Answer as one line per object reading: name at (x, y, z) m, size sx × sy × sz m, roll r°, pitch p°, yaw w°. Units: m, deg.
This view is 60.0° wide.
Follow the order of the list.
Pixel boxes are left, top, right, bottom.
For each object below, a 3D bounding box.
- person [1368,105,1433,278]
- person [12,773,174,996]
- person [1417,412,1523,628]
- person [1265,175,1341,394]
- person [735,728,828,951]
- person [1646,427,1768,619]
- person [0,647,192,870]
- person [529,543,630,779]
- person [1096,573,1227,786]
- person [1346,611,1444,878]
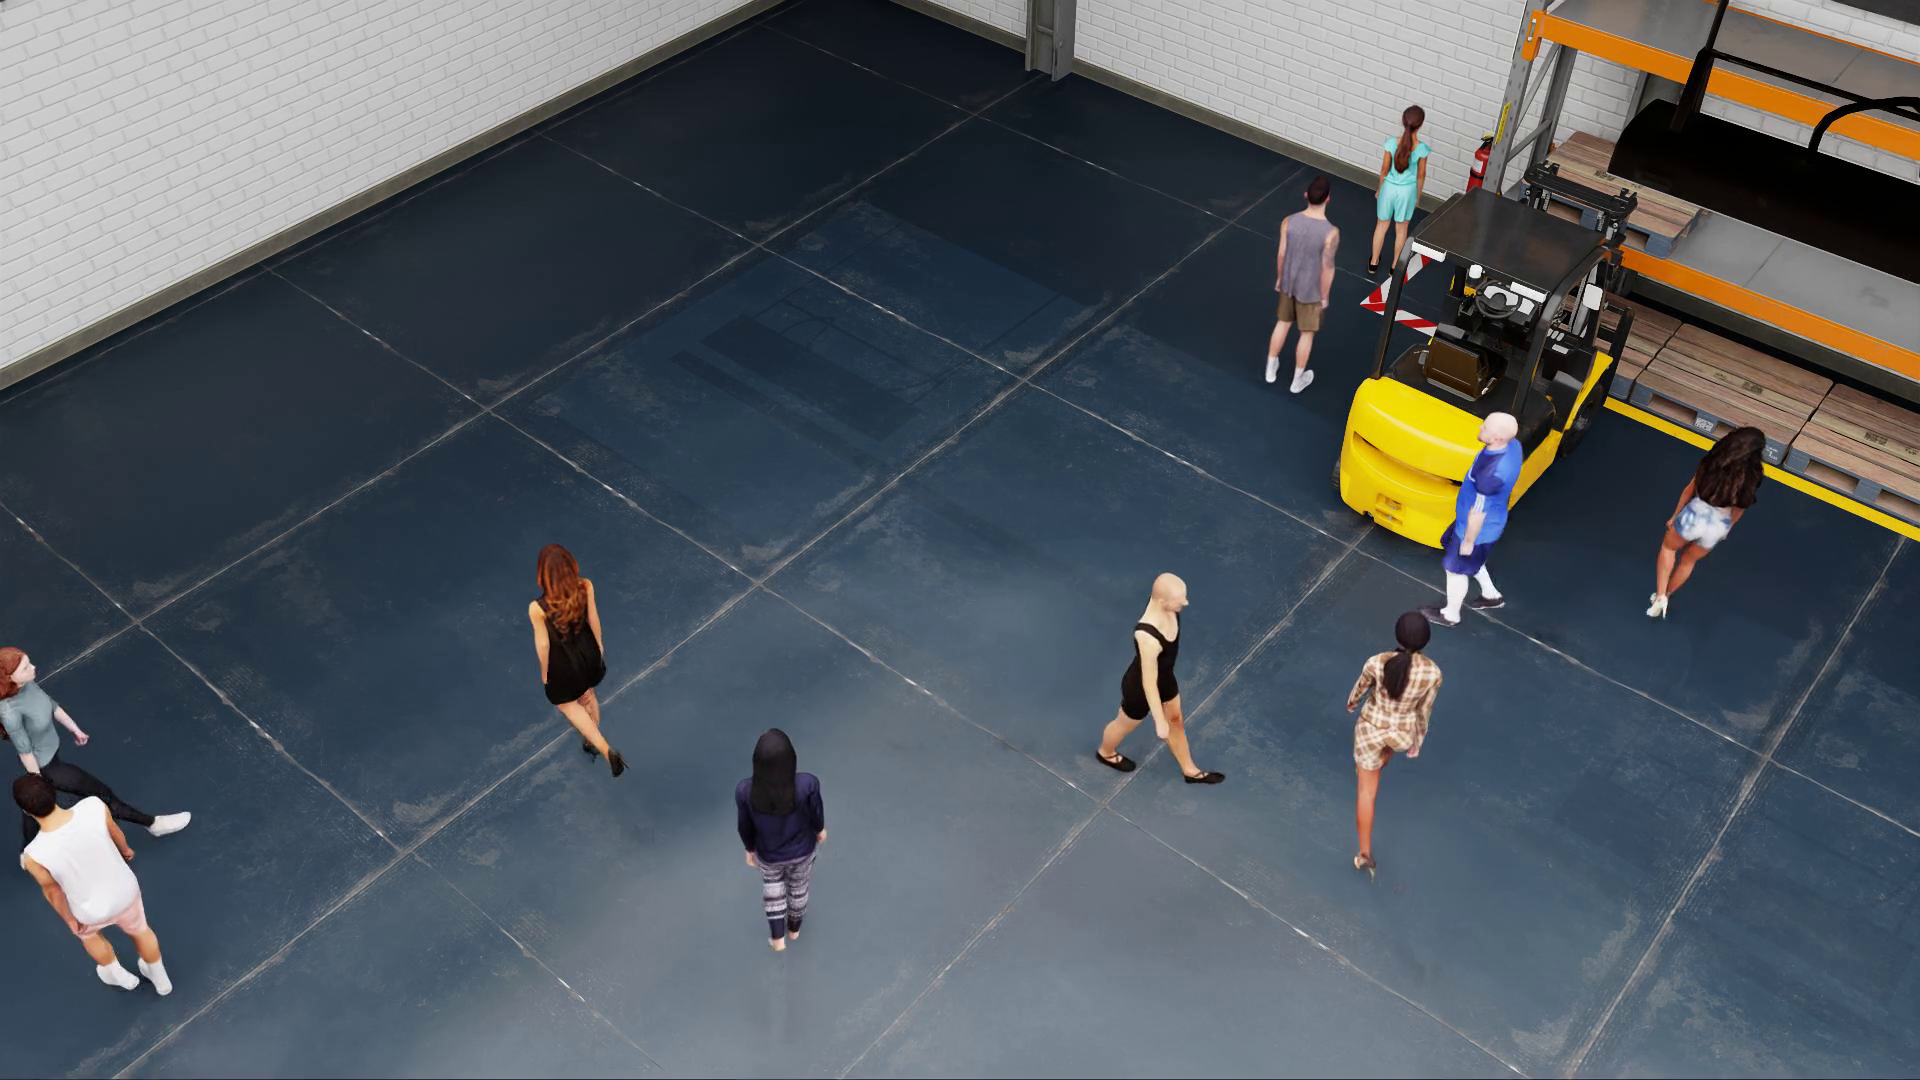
person at (3.673, -2.918, 13.911) m, size 0.568 × 1.558 × 0.672 m, roll 17°, pitch 46°, yaw 17°
person at (-4.478, 1.872, 8.728) m, size 0.665 × 1.774 × 0.643 m, roll 29°, pitch 51°, yaw 27°
person at (3.422, -0.091, 10.749) m, size 0.835 × 1.828 × 0.769 m, roll 20°, pitch 47°, yaw 19°
person at (2.607, -1.930, 12.651) m, size 0.511 × 1.840 × 0.700 m, roll 27°, pitch 50°, yaw 26°
person at (-0.945, 1.686, 8.959) m, size 0.762 × 1.723 × 0.824 m, roll -2°, pitch 44°, yaw -2°
person at (4.836, -0.028, 10.850) m, size 0.728 × 1.596 × 0.779 m, roll 10°, pitch 45°, yaw 10°
person at (-5.250, 1.280, 9.417) m, size 1.073 × 1.679 × 1.201 m, roll -13°, pitch 45°, yaw -13°
person at (-2.243, 0.783, 9.838) m, size 0.650 × 1.819 × 0.870 m, roll -31°, pitch 51°, yaw -28°
person at (1.028, 0.816, 9.834) m, size 1.123 × 1.777 × 0.861 m, roll 18°, pitch 47°, yaw 18°
person at (2.420, 1.192, 9.468) m, size 1.122 × 1.738 × 1.024 m, roll 6°, pitch 44°, yaw 6°
